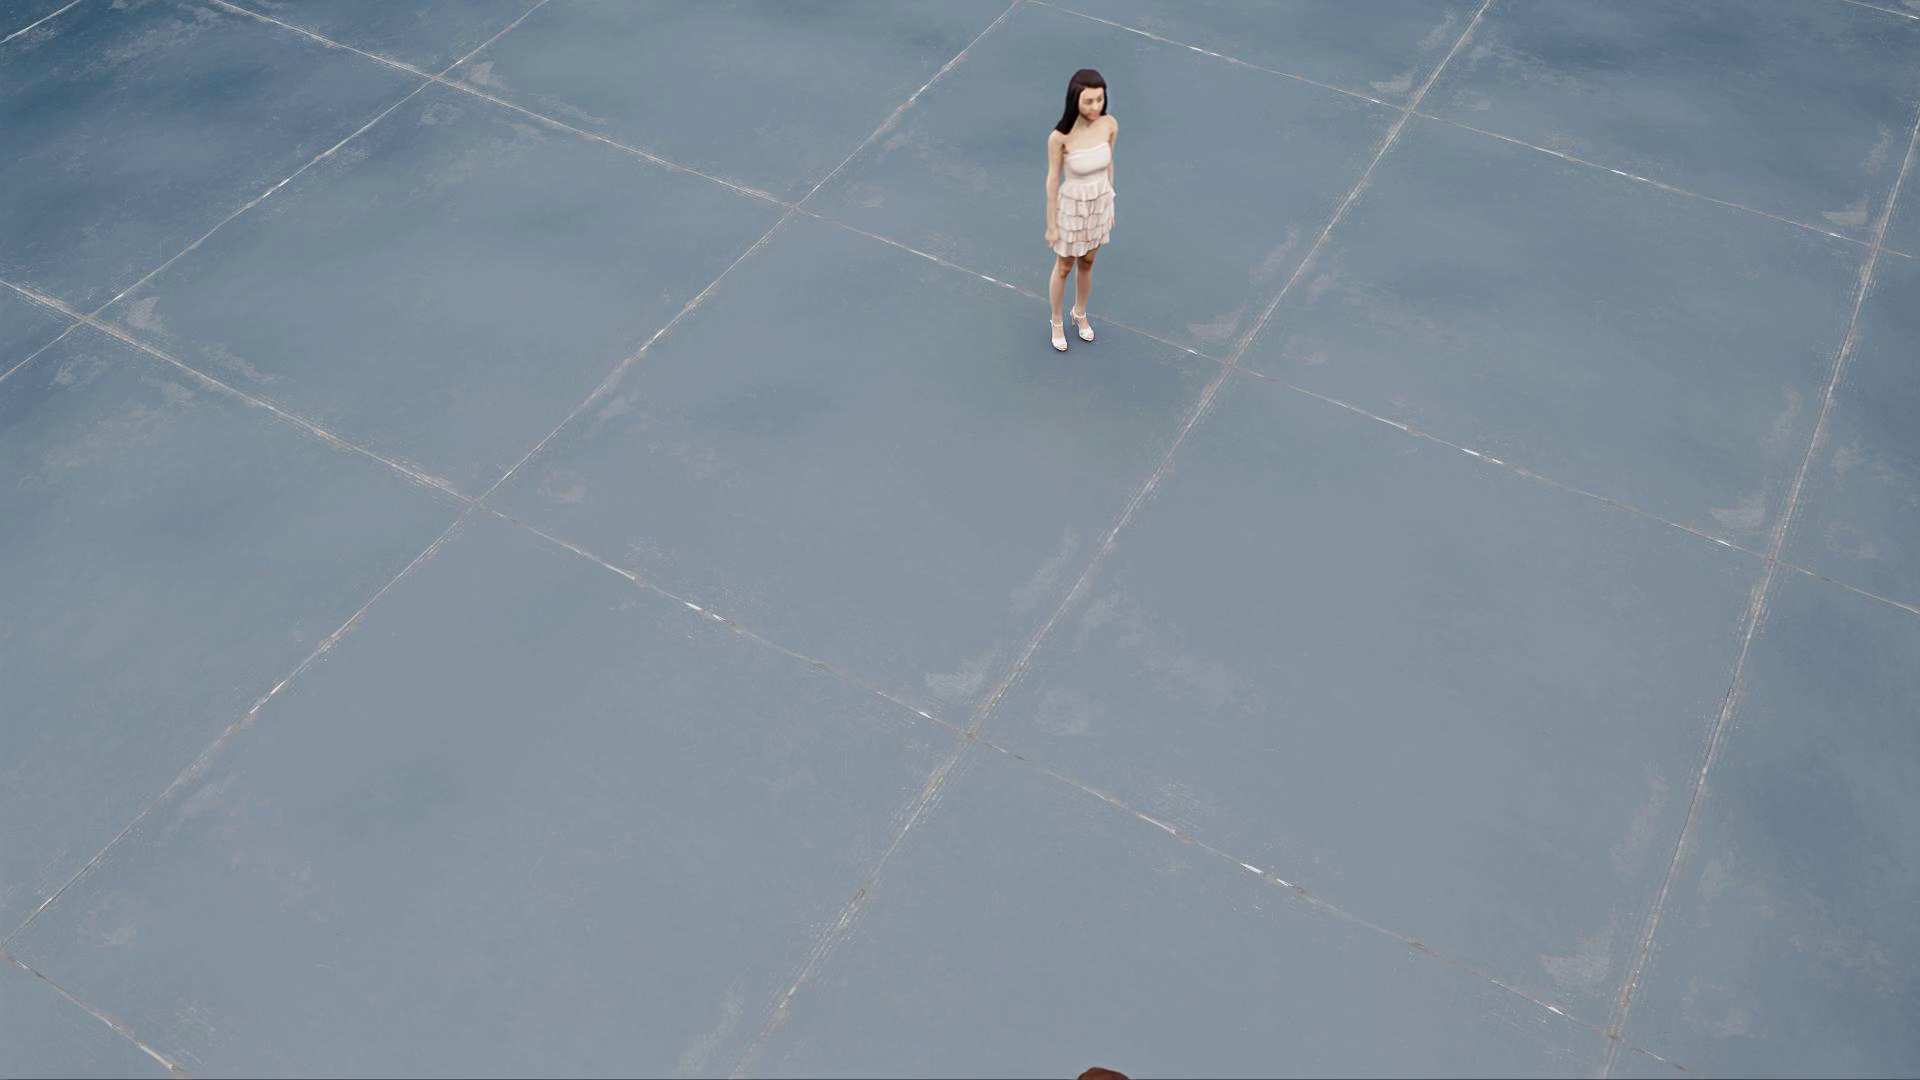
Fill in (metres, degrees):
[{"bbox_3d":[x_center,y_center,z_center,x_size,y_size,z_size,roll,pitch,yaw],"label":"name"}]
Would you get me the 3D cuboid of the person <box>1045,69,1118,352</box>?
[{"bbox_3d":[0.647,-1.774,9.026,0.657,1.736,0.682,-21,51,-18],"label":"person"}]
